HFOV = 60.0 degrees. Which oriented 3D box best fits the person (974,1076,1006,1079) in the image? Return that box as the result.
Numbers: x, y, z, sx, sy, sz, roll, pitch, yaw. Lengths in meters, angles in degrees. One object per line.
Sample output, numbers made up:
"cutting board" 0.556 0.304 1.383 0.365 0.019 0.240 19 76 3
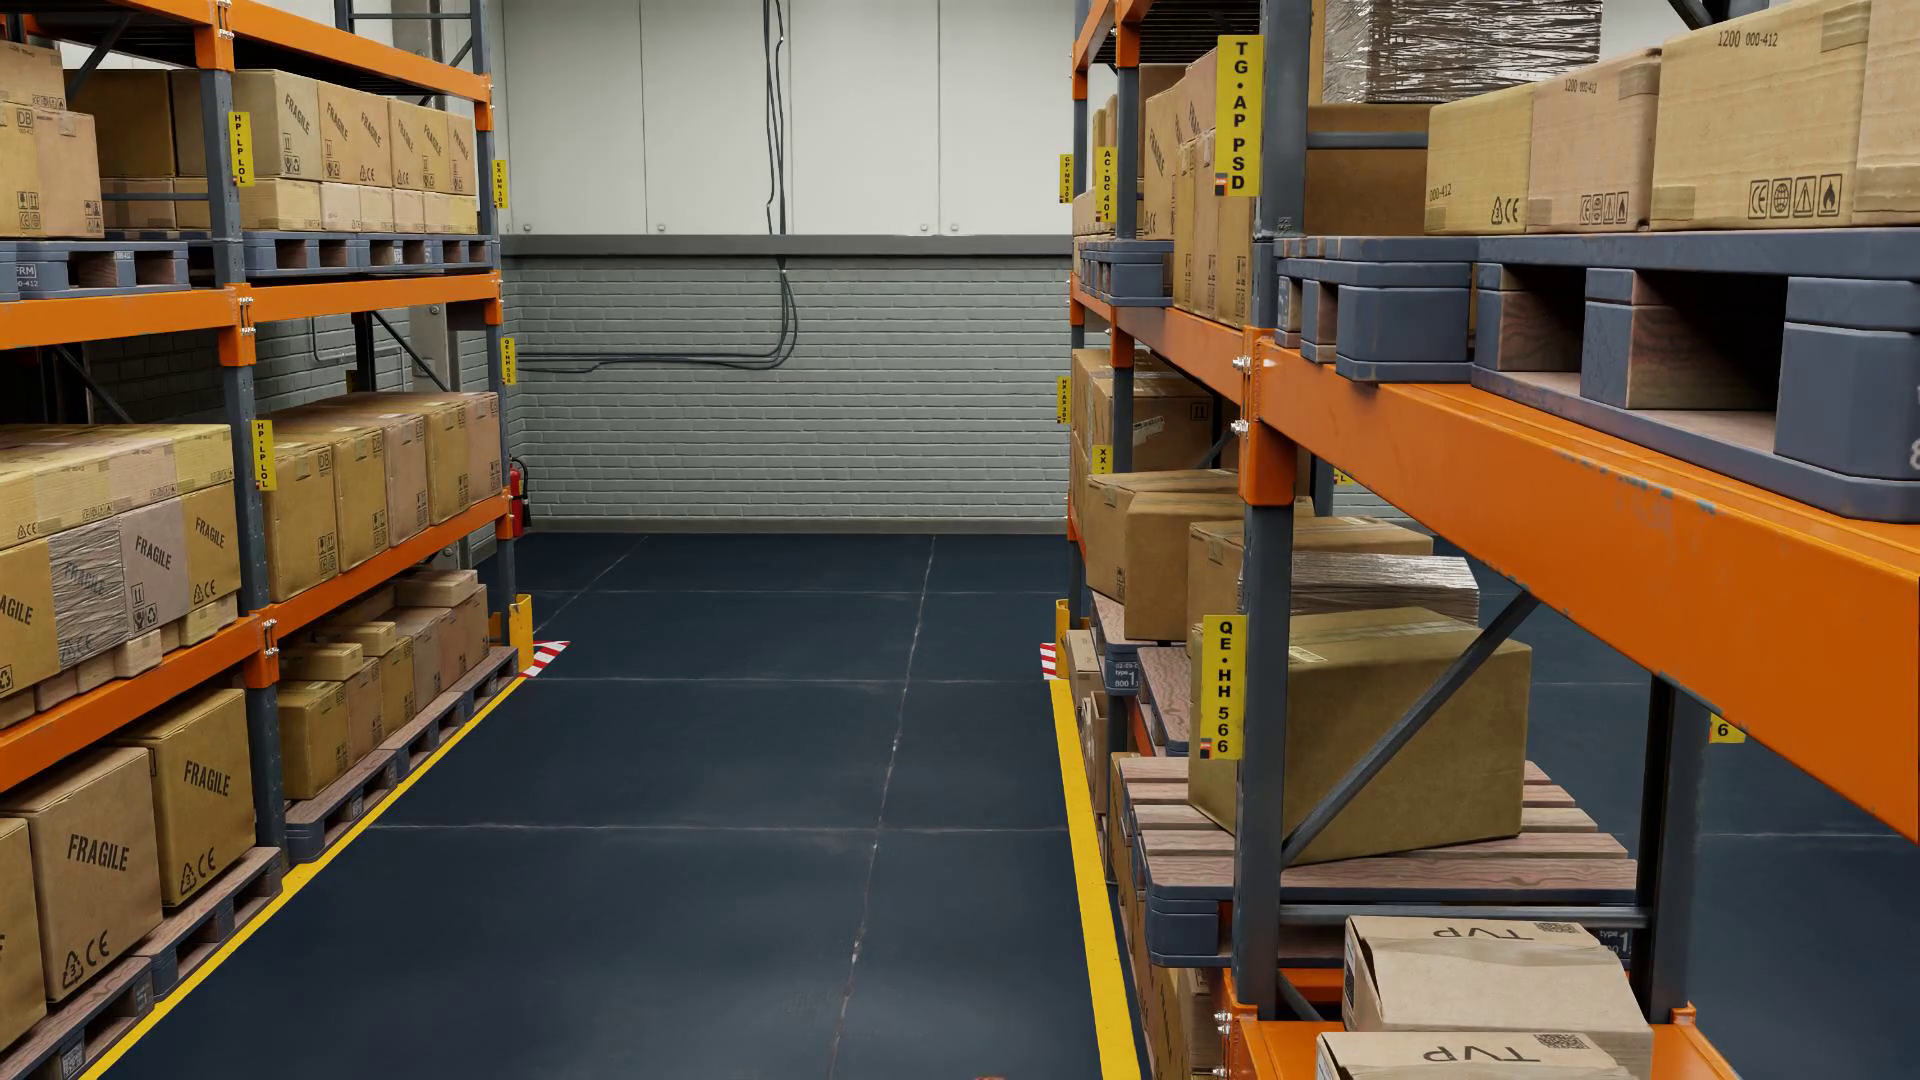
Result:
"person" 0.028 1.675 2.433 0.575 1.882 0.361 1 10 4
